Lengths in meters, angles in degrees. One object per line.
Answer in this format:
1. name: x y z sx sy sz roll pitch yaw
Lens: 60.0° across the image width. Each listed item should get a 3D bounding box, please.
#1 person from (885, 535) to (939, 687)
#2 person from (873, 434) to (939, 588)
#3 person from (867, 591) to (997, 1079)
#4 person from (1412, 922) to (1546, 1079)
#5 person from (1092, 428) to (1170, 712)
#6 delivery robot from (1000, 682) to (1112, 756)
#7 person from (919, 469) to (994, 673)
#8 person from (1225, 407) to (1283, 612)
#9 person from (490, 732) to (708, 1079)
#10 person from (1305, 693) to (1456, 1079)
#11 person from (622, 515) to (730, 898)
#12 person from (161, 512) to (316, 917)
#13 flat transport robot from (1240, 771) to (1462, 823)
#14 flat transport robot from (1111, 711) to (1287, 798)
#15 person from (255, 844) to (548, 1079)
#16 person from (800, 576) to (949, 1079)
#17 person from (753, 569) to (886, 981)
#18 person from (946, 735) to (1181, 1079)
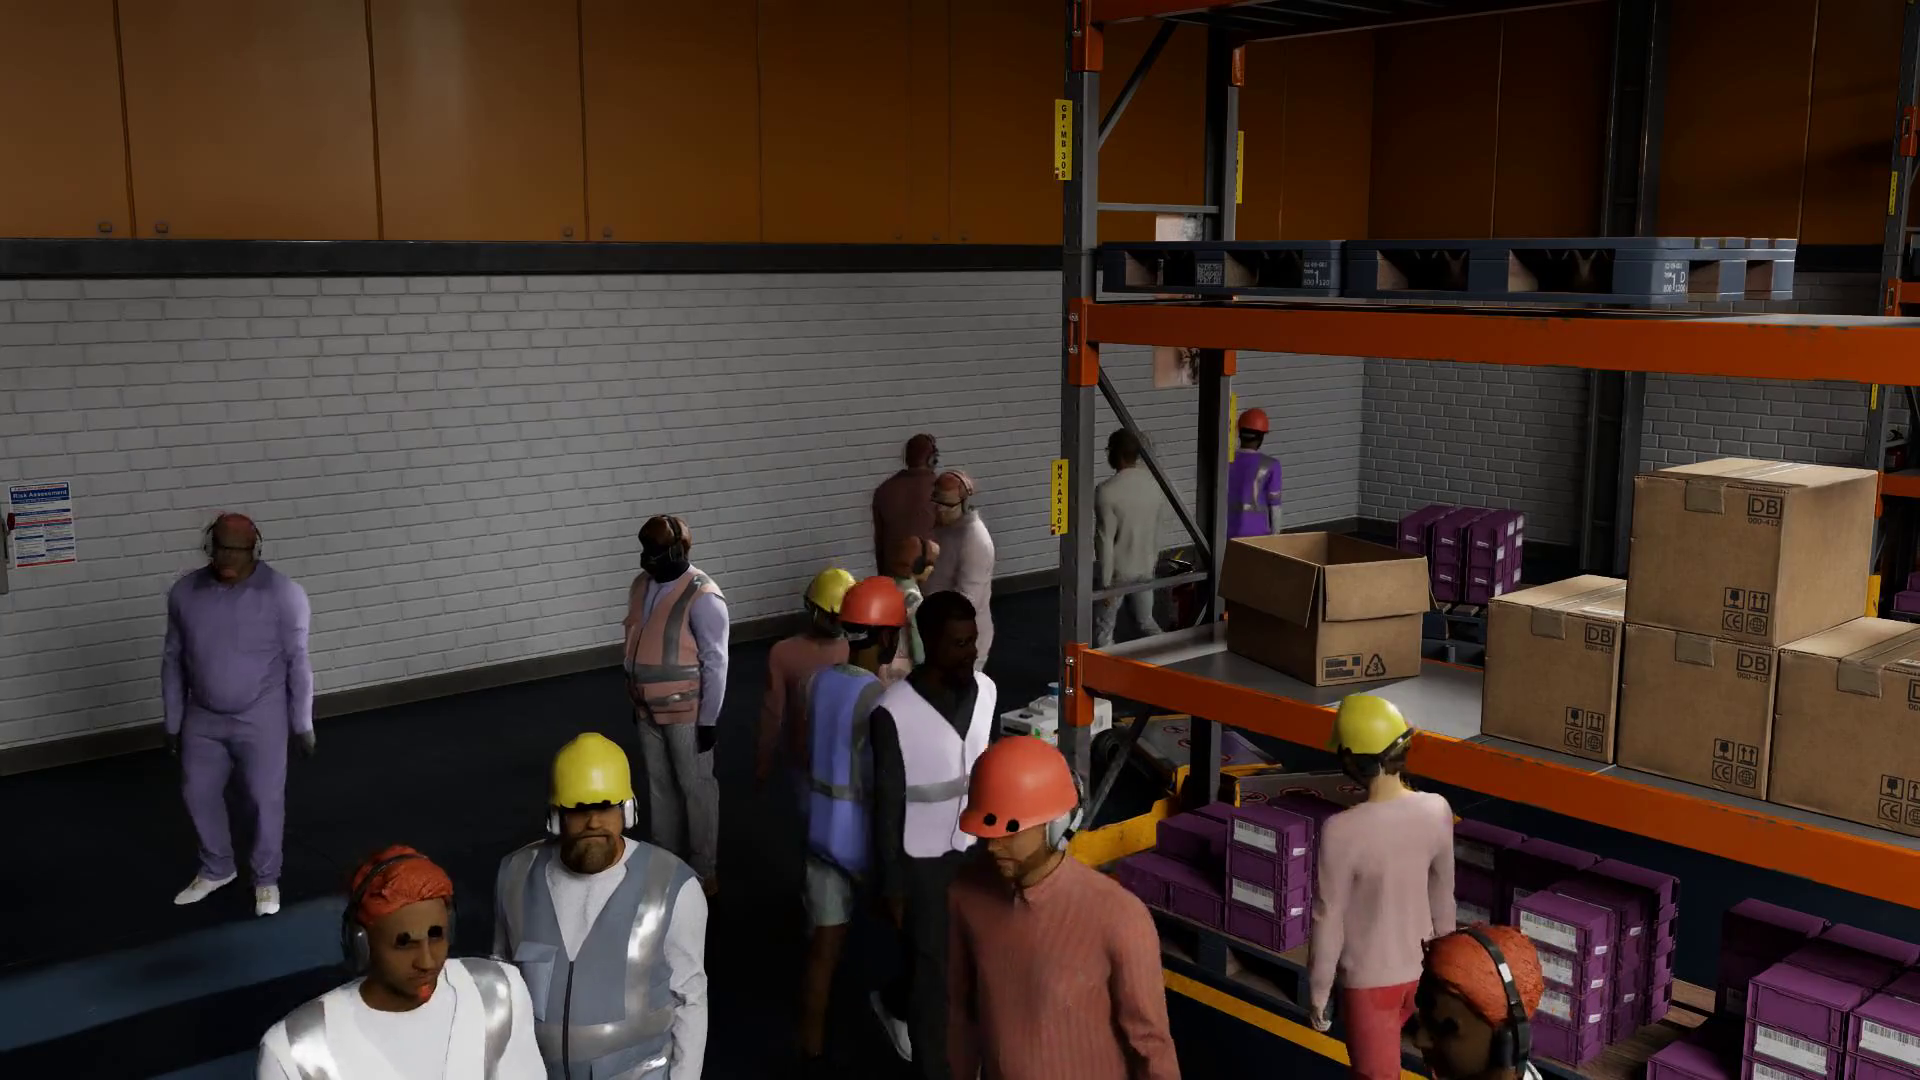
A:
1. person: -0.291 0.773 8.541 0.349 1.624 0.552 -4 10 -22
2. person: -0.236 0.231 11.039 0.674 1.856 0.947 5 11 26
3. person: -0.115 1.098 5.878 0.596 1.905 0.595 9 13 42
4. person: 0.941 1.593 3.075 0.622 1.856 0.597 0 10 3
5. person: 1.155 0.211 11.045 0.637 1.918 0.883 -7 12 -35
6. delivery robot: 0.558 1.073 9.667 0.477 0.478 0.707 9 13 44
7. person: -0.065 0.534 9.236 0.458 1.882 0.675 -3 10 -16
8. person: 2.154 -0.036 12.470 0.549 1.912 0.618 7 12 35
9. person: -0.952 1.392 4.325 0.590 1.837 0.404 1 10 6
10. person: 1.324 1.328 5.041 0.535 1.730 0.841 -6 11 -30
11. person: -1.351 0.793 7.819 0.624 1.845 0.430 9 13 43
12. person: -3.338 0.802 7.670 0.727 1.885 0.501 0 10 0
13. flat transport robot: 1.863 1.417 8.755 1.431 0.197 0.652 -2 10 -11
14. flat transport robot: 1.339 1.255 9.703 0.652 0.197 1.431 -2 10 -13
15. person: -1.075 1.538 3.435 0.580 1.839 0.942 -9 13 -43
16. person: -0.261 1.061 6.091 0.910 1.890 0.549 -9 13 -43
17. person: -0.601 0.982 7.057 0.567 1.717 0.846 1 10 6
18. person: 0.297 1.379 4.129 0.658 1.949 0.972 9 13 43
